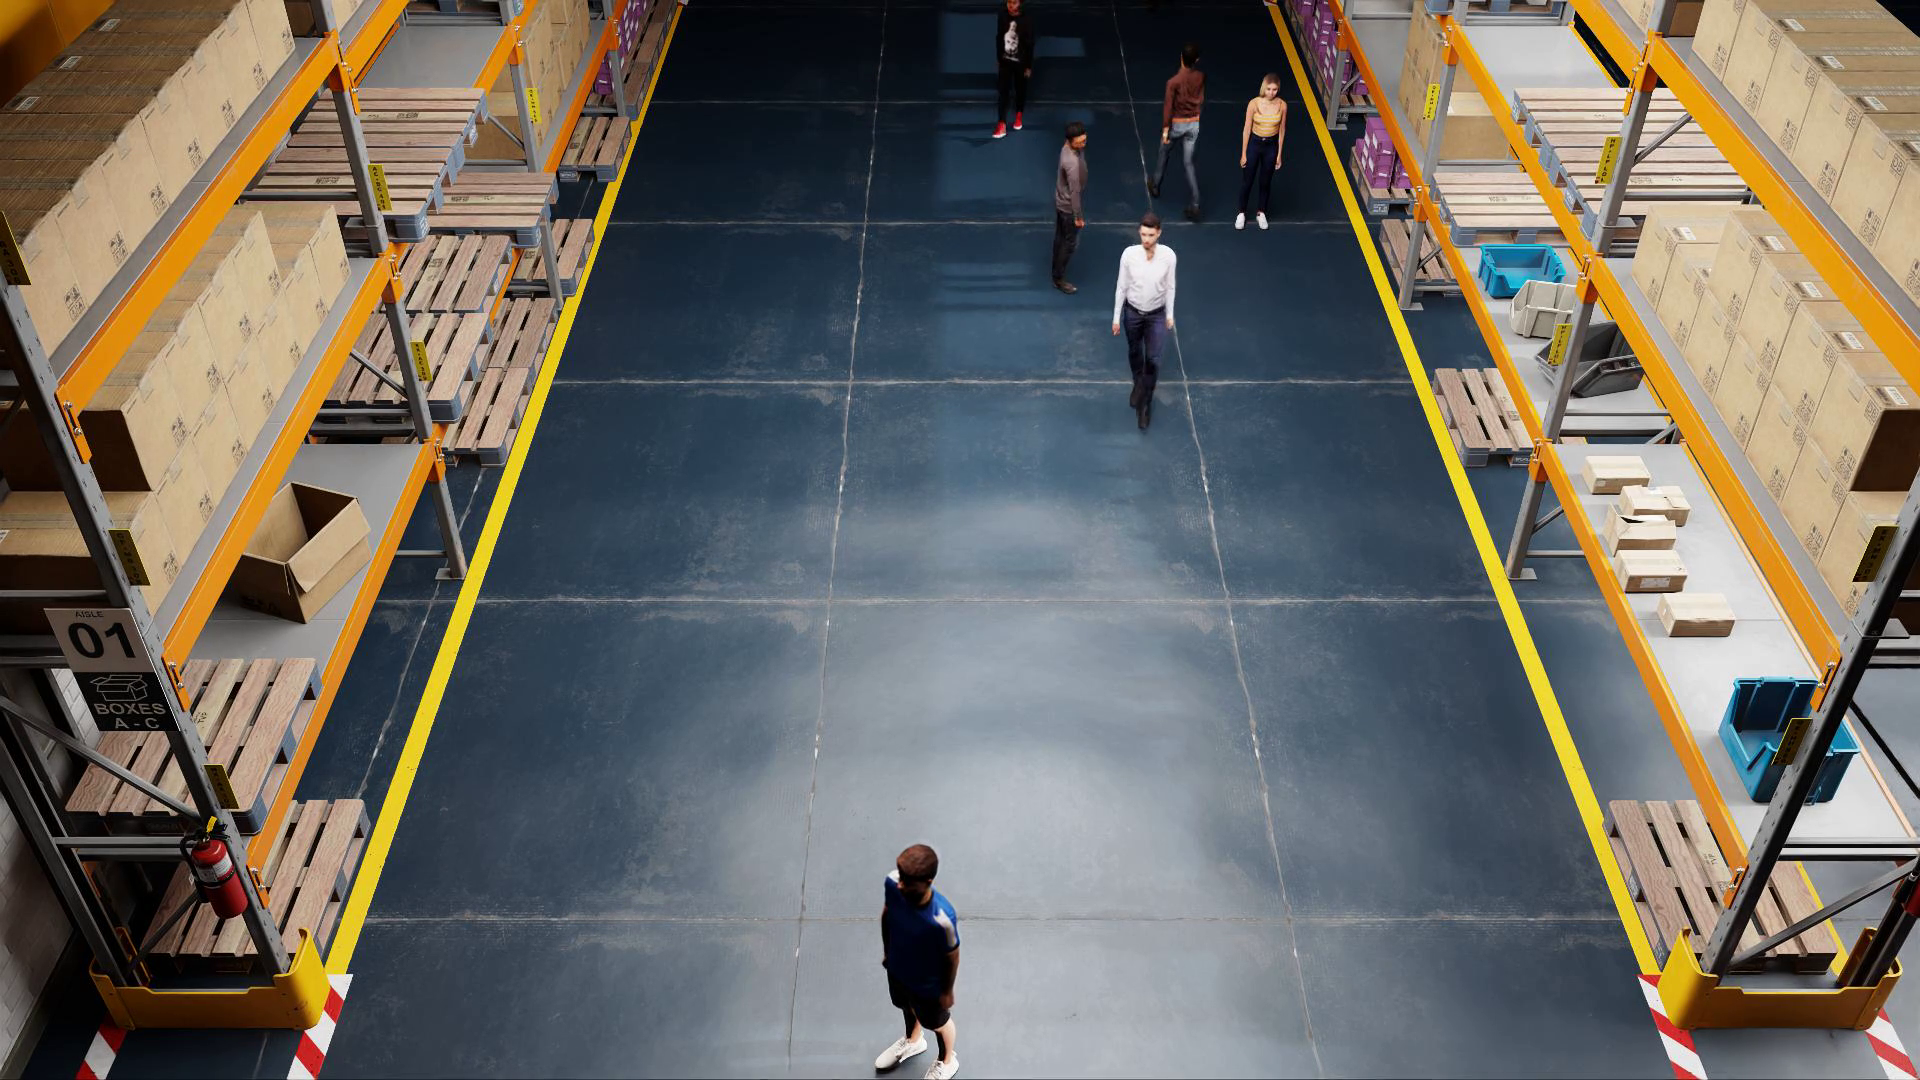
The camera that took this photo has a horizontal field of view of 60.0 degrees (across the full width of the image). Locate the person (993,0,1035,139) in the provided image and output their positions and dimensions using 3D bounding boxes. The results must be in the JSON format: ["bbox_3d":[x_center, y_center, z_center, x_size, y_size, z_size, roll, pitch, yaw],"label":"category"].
[{"bbox_3d":[0.634,-5.356,18.506,0.793,1.648,1.024,10,40,12],"label":"person"}]

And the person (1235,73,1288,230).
[{"bbox_3d":[3.032,-3.919,16.722,0.573,1.629,0.516,1,39,2],"label":"person"}]

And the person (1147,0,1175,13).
[{"bbox_3d":[2.717,-7.725,21.416,0.856,1.719,1.078,10,40,12],"label":"person"}]

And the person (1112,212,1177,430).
[{"bbox_3d":[1.584,-1.973,14.112,0.783,1.845,1.004,8,39,10],"label":"person"}]

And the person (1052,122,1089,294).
[{"bbox_3d":[1.008,-3.201,15.737,0.878,1.736,0.461,-26,45,-28],"label":"person"}]

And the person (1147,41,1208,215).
[{"bbox_3d":[2.325,-4.139,16.916,0.869,1.730,1.213,-14,41,-16],"label":"person"}]

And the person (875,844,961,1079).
[{"bbox_3d":[-0.201,2.255,8.801,0.742,1.866,0.795,29,47,32],"label":"person"}]
